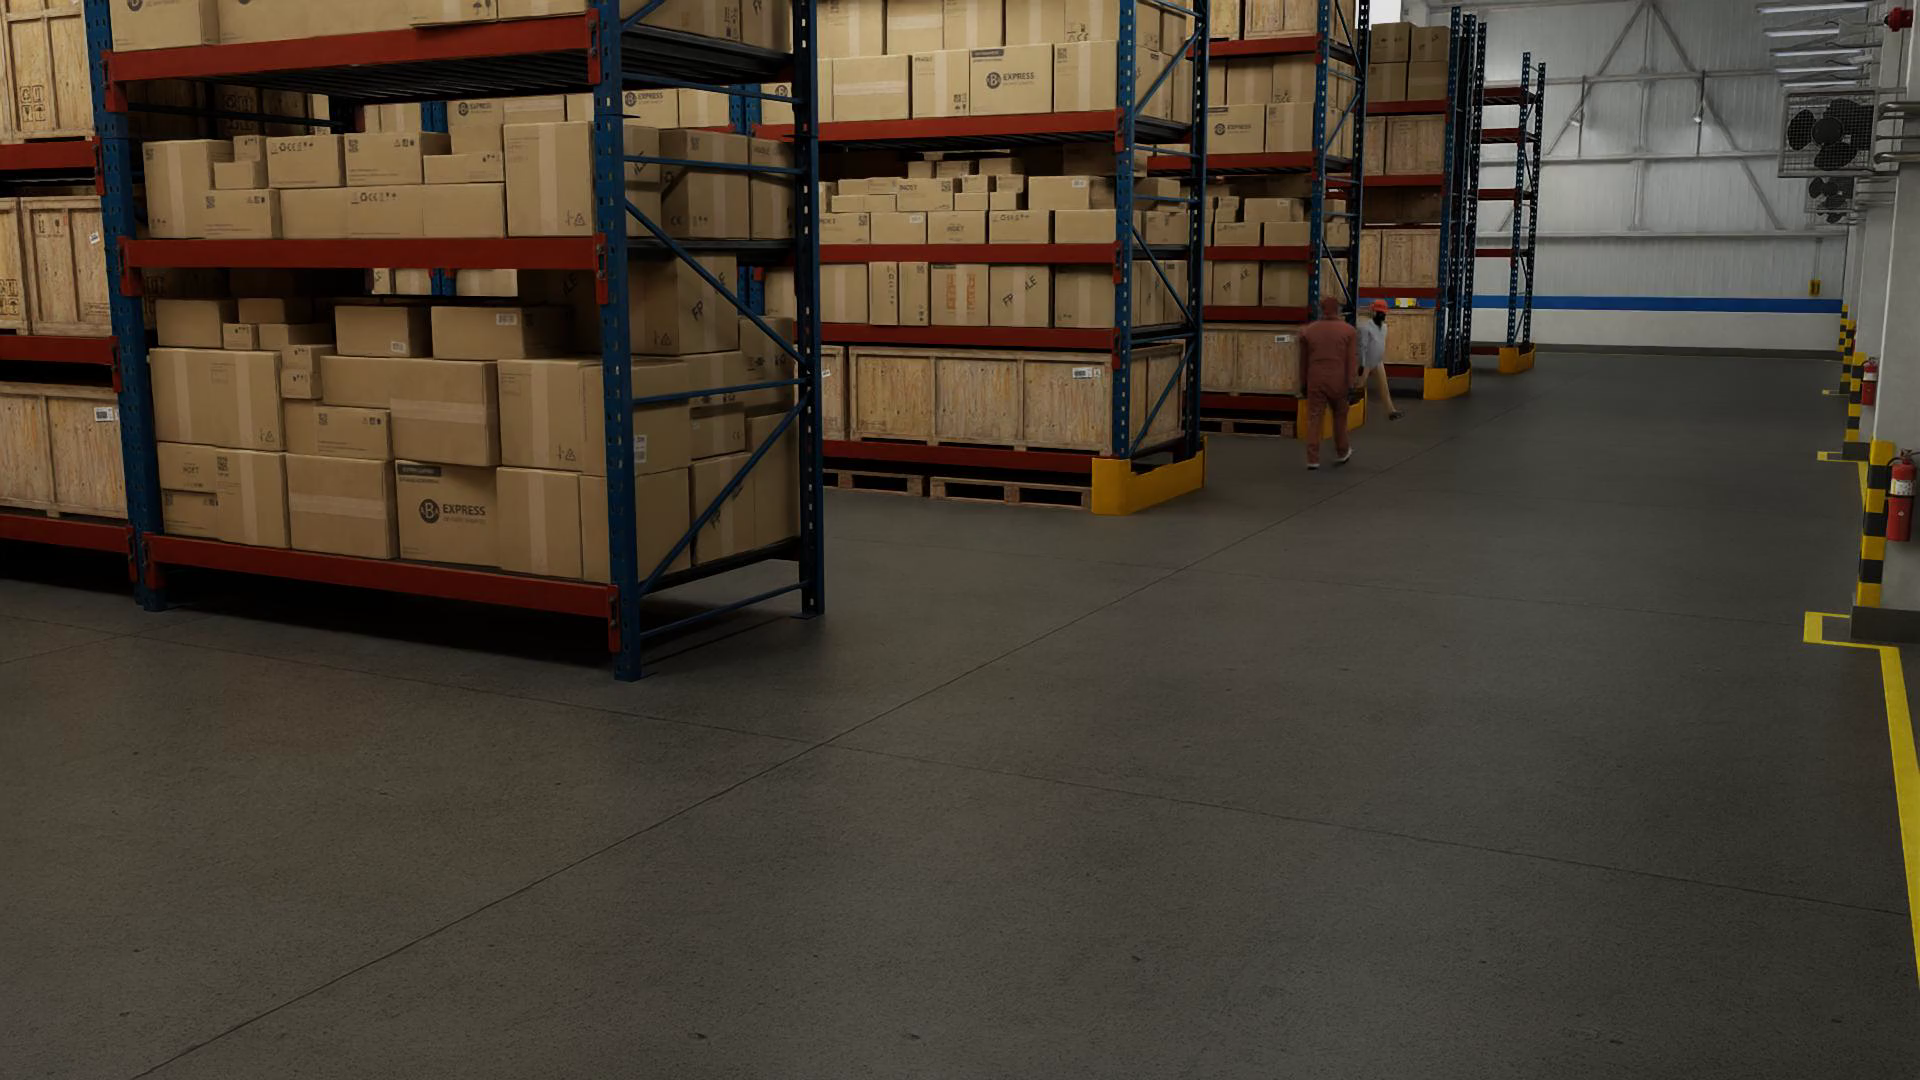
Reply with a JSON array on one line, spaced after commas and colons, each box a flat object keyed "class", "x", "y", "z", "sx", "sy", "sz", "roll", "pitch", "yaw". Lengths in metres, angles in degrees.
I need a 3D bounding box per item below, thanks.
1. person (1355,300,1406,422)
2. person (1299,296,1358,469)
[{"class": "person", "x": 5.725, "y": -2.467, "z": 22.996, "sx": 0.577, "sy": 1.683, "sz": 0.942, "roll": -7, "pitch": 12, "yaw": -36}, {"class": "person", "x": 4.030, "y": -1.721, "z": 18.181, "sx": 0.654, "sy": 1.850, "sz": 0.999, "roll": 4, "pitch": 11, "yaw": 24}]
